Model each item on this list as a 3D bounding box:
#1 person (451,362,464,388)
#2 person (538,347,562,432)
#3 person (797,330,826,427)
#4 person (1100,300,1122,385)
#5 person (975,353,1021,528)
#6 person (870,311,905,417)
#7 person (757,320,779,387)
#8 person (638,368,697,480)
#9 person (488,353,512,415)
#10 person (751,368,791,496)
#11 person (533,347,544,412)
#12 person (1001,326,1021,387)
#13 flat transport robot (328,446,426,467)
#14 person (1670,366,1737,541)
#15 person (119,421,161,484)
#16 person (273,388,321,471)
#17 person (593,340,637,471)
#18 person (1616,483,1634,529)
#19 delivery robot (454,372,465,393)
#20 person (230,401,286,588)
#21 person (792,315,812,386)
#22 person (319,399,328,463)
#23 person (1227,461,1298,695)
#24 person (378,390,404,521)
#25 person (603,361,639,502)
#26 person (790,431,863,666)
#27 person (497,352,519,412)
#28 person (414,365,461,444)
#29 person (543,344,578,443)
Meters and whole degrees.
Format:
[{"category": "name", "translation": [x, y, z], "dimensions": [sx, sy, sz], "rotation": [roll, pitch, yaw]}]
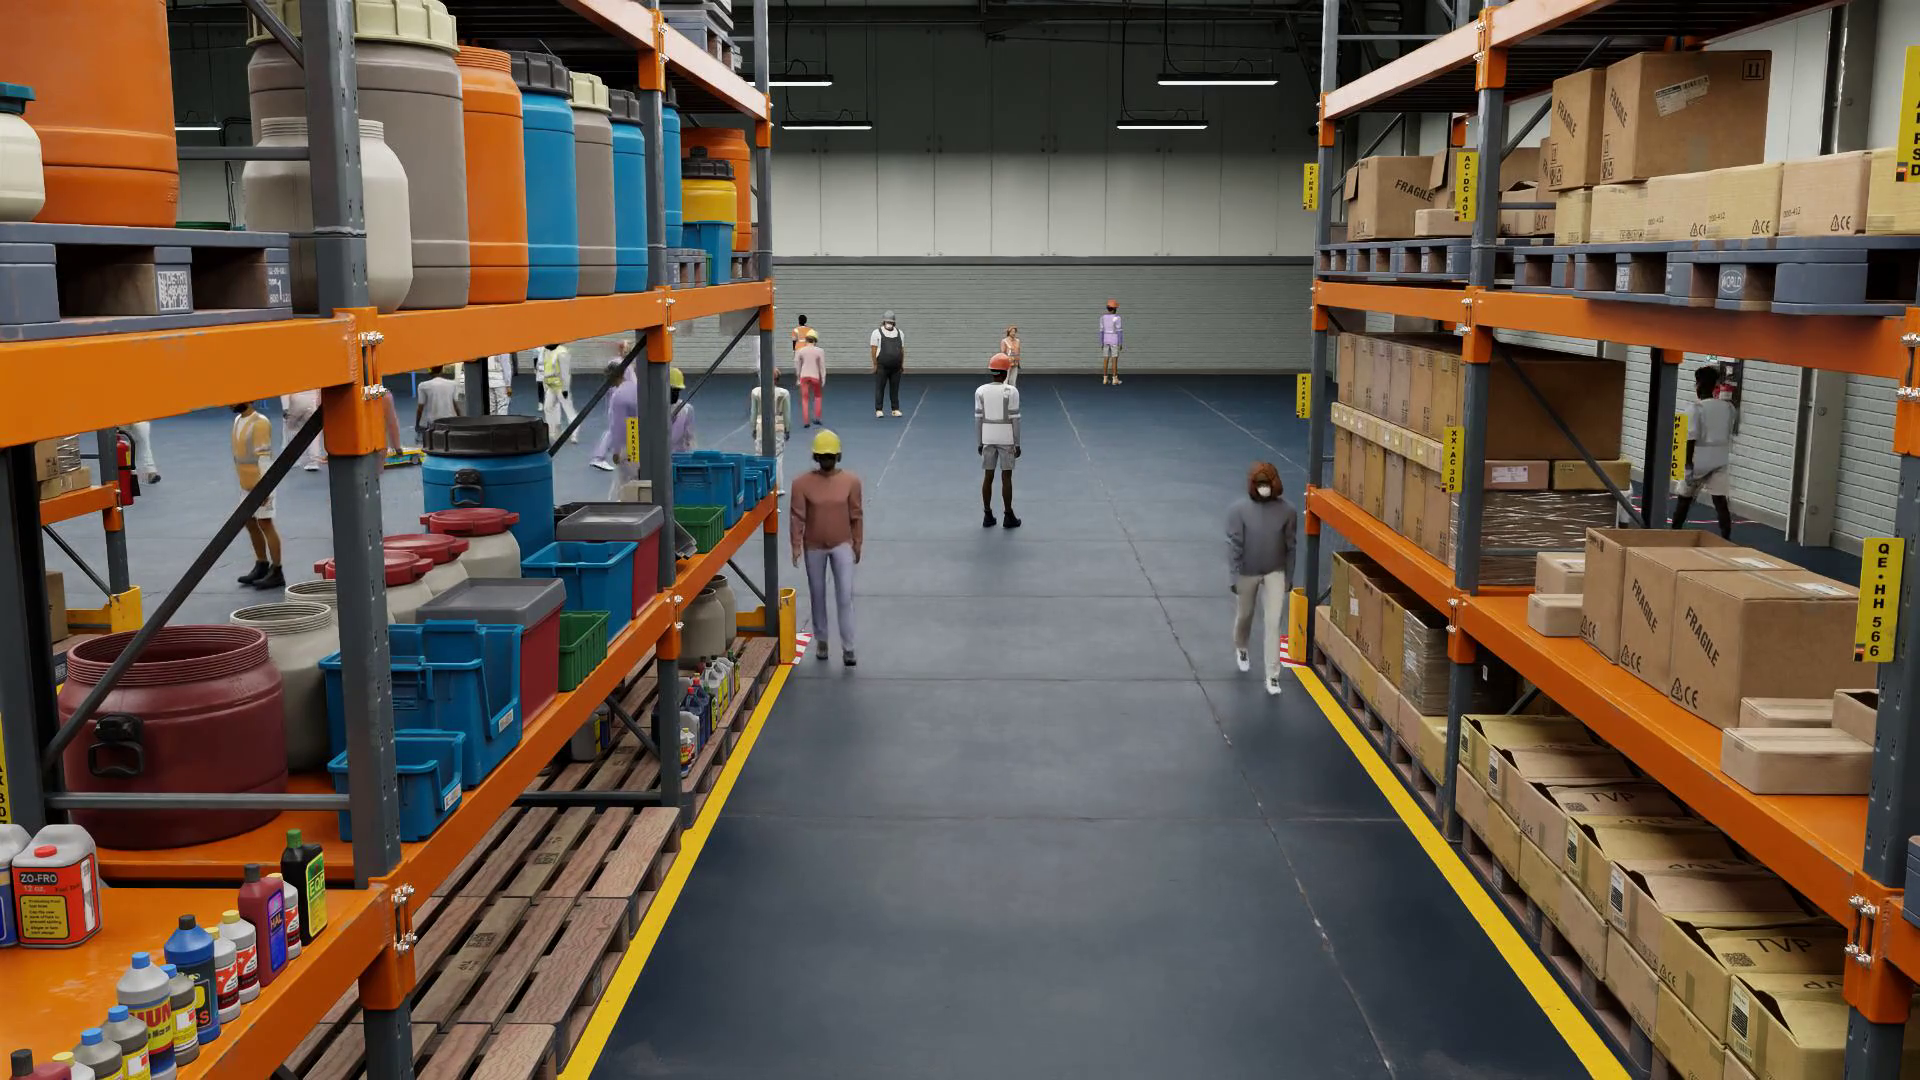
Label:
[{"category": "person", "translation": [-10.700, -3.812, 35.802], "dimensions": [0.535, 1.614, 0.468], "rotation": [-6, 11, -33]}, {"category": "person", "translation": [-7.212, -2.876, 29.151], "dimensions": [0.405, 1.945, 0.615], "rotation": [-4, 10, -25]}, {"category": "person", "translation": [-2.678, -2.919, 30.026], "dimensions": [0.553, 1.742, 0.640], "rotation": [1, 10, 7]}, {"category": "person", "translation": [3.682, -4.795, 40.361], "dimensions": [0.604, 2.044, 0.375], "rotation": [7, 12, 37]}, {"category": "person", "translation": [0.439, -1.119, 18.652], "dimensions": [0.543, 1.939, 0.360], "rotation": [4, 10, 25]}, {"category": "person", "translation": [-1.349, -3.361, 31.906], "dimensions": [0.672, 2.000, 0.536], "rotation": [-4, 10, -24]}, {"category": "person", "translation": [-3.736, -3.324, 31.885], "dimensions": [0.549, 1.927, 0.540], "rotation": [-8, 12, -39]}, {"category": "person", "translation": [-2.877, -0.764, 16.659], "dimensions": [0.603, 1.889, 0.833], "rotation": [-6, 11, -33]}, {"category": "person", "translation": [-7.503, -2.524, 27.061], "dimensions": [0.602, 1.941, 0.402], "rotation": [7, 12, 38]}, {"category": "person", "translation": [-2.402, -1.375, 21.112], "dimensions": [0.509, 1.632, 0.315], "rotation": [1, 10, 5]}, {"category": "person", "translation": [-8.151, -3.343, 32.763], "dimensions": [0.545, 1.661, 0.766], "rotation": [-1, 10, -7]}, {"category": "person", "translation": [1.057, -3.639, 34.653], "dimensions": [0.521, 1.636, 0.311], "rotation": [-8, 13, -41]}, {"category": "flat transport robot", "translation": [-8.425, -1.205, 24.278], "dimensions": [0.652, 0.197, 1.431], "rotation": [5, 11, 29]}, {"category": "person", "translation": [7.445, -0.782, 16.693], "dimensions": [0.627, 1.908, 1.020], "rotation": [-2, 10, -12]}, {"category": "person", "translation": [-11.023, -1.672, 22.118], "dimensions": [1.035, 1.879, 0.647], "rotation": [9, 13, 43]}, {"category": "person", "translation": [-9.453, -1.927, 23.669], "dimensions": [0.915, 1.870, 0.677], "rotation": [7, 12, 38]}, {"category": "person", "translation": [-4.776, -1.915, 23.698], "dimensions": [1.011, 1.858, 0.642], "rotation": [0, 9, -1]}, {"category": "person", "translation": [4.125, 0.212, 10.901], "dimensions": [0.531, 1.865, 0.310], "rotation": [0, 9, 0]}, {"category": "delivery robot", "translation": [-11.005, -3.481, 36.783], "dimensions": [0.477, 0.478, 0.707], "rotation": [-3, 10, -15]}, {"category": "person", "translation": [-6.444, -0.526, 15.140], "dimensions": [0.566, 1.931, 0.387], "rotation": [8, 12, 40]}, {"category": "person", "translation": [-3.778, -4.558, 39.961], "dimensions": [0.541, 1.700, 0.315], "rotation": [-3, 10, -20]}, {"category": "person", "translation": [-9.291, -2.140, 24.600], "dimensions": [0.396, 1.992, 0.623], "rotation": [6, 11, 30]}, {"category": "person", "translation": [2.104, 0.217, 11.705], "dimensions": [0.498, 1.596, 0.827], "rotation": [0, 9, 2]}, {"category": "person", "translation": [-6.530, -1.077, 18.569], "dimensions": [0.665, 1.874, 0.802], "rotation": [2, 10, 10]}, {"category": "person", "translation": [-3.745, -1.062, 18.550], "dimensions": [1.031, 1.857, 0.704], "rotation": [1, 9, 4]}, {"category": "person", "translation": [-0.971, 0.069, 12.172], "dimensions": [0.540, 1.728, 0.869], "rotation": [-1, 10, -6]}, {"category": "person", "translation": [-8.888, -3.340, 32.317], "dimensions": [0.644, 1.818, 0.455], "rotation": [1, 10, 6]}, {"category": "person", "translation": [-6.449, -1.372, 20.557], "dimensions": [0.539, 1.814, 0.997], "rotation": [-8, 13, -41]}, {"category": "person", "translation": [-6.630, -2.492, 27.291], "dimensions": [0.617, 1.804, 0.689], "rotation": [-7, 12, -37]}]
